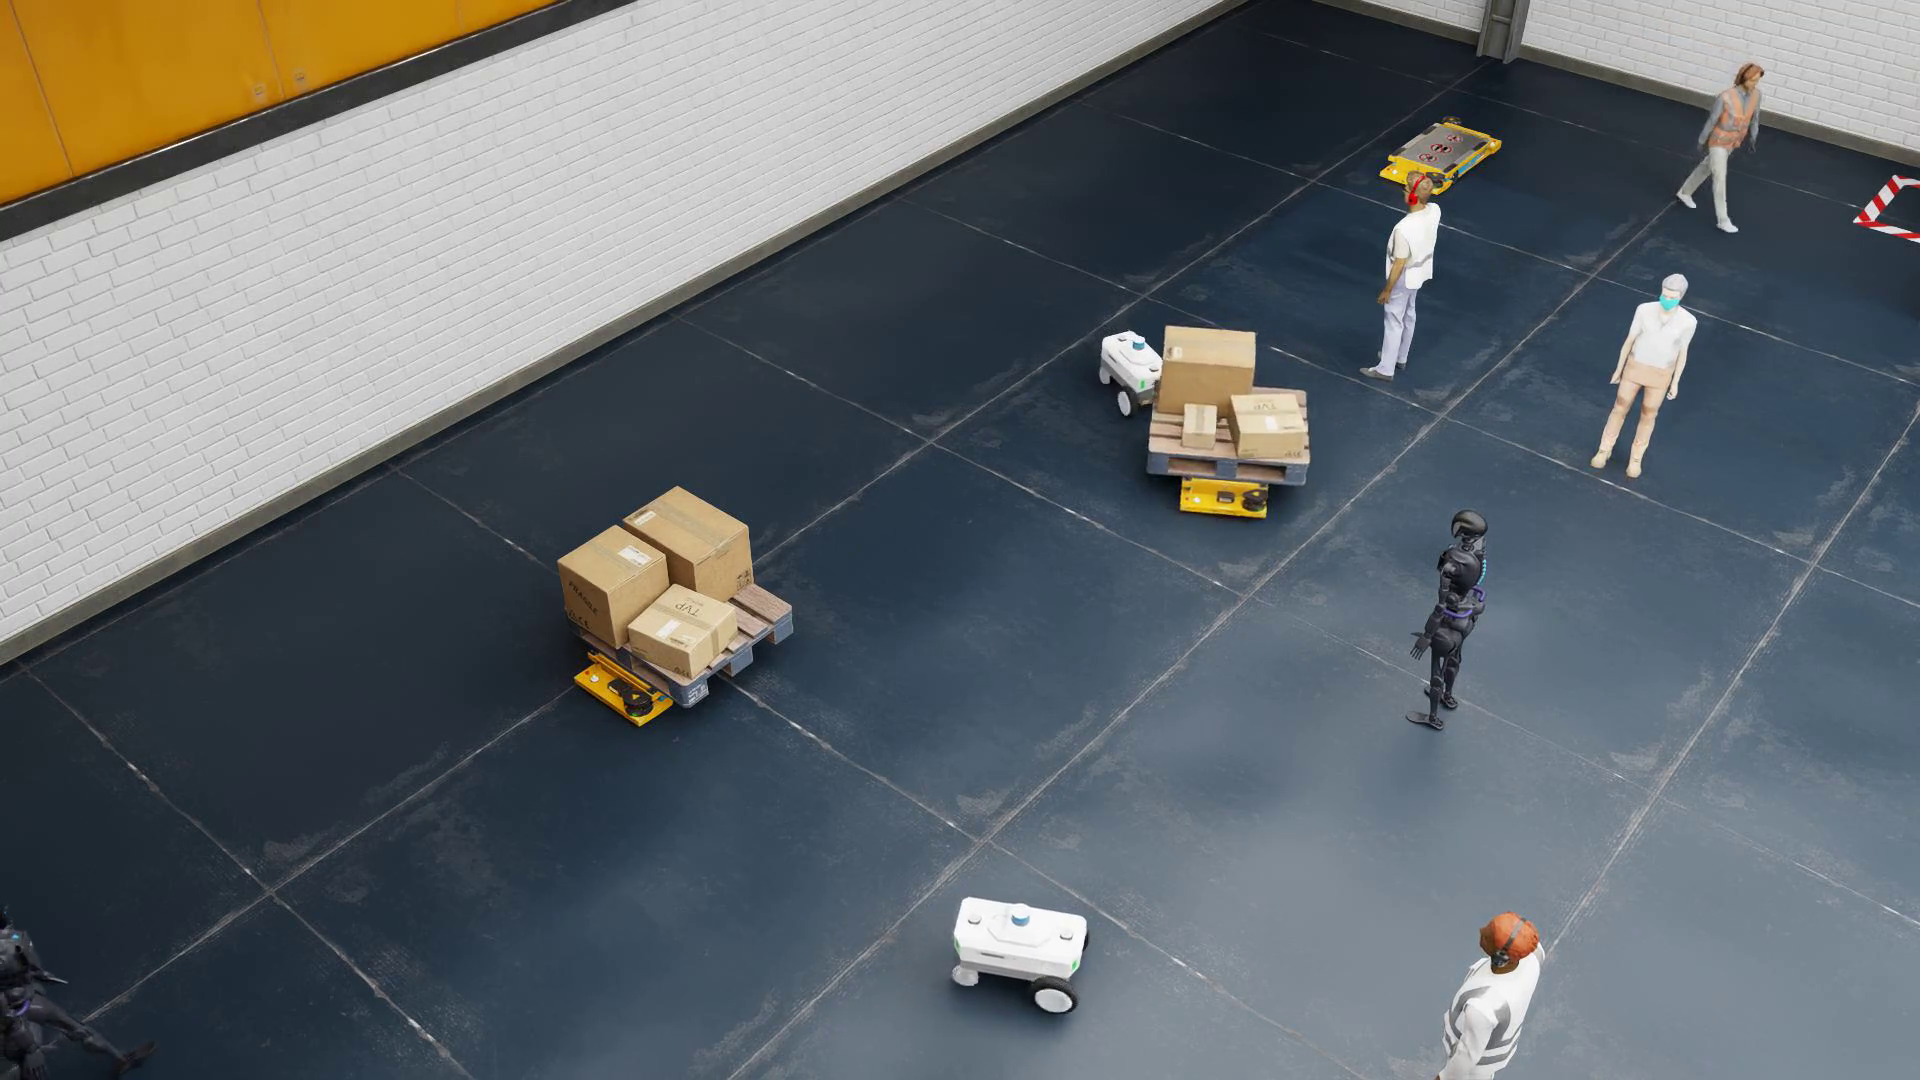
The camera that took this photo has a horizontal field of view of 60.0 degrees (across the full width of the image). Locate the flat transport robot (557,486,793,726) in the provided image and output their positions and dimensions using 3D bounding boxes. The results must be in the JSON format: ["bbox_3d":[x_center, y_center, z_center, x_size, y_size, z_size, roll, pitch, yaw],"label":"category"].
[{"bbox_3d":[-1.887,0.697,11.421,0.659,0.231,1.431,28,46,30],"label":"flat transport robot"}]

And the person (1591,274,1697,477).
[{"bbox_3d":[5.246,-1.265,12.678,0.476,1.746,0.318,19,43,22],"label":"person"}]

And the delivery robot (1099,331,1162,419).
[{"bbox_3d":[1.474,-1.404,13.794,0.499,0.585,0.765,-17,42,-20],"label":"delivery robot"}]

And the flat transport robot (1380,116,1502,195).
[{"bbox_3d":[4.999,-3.988,17.237,0.659,0.231,1.431,28,46,30],"label":"flat transport robot"}]

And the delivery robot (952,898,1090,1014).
[{"bbox_3d":[0.352,2.260,9.259,0.795,0.602,0.499,8,39,9],"label":"delivery robot"}]

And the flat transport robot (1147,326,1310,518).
[{"bbox_3d":[2.096,-0.691,13.143,0.659,0.231,1.431,5,39,6],"label":"flat transport robot"}]

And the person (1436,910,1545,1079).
[{"bbox_3d":[2.473,2.419,7.997,0.356,1.884,0.574,27,46,30],"label":"person"}]

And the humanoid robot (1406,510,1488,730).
[{"bbox_3d":[3.107,0.492,10.540,0.315,1.659,0.599,28,46,30],"label":"humanoid robot"}]

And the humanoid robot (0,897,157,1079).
[{"bbox_3d":[-4.597,2.325,8.298,0.743,1.627,0.591,-14,41,-17],"label":"humanoid robot"}]

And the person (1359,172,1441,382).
[{"bbox_3d":[3.665,-2.149,13.696,0.390,1.846,0.565,27,46,30],"label":"person"}]

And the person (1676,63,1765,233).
[{"bbox_3d":[7.371,-3.814,15.962,0.527,1.582,0.880,-16,42,-19],"label":"person"}]
